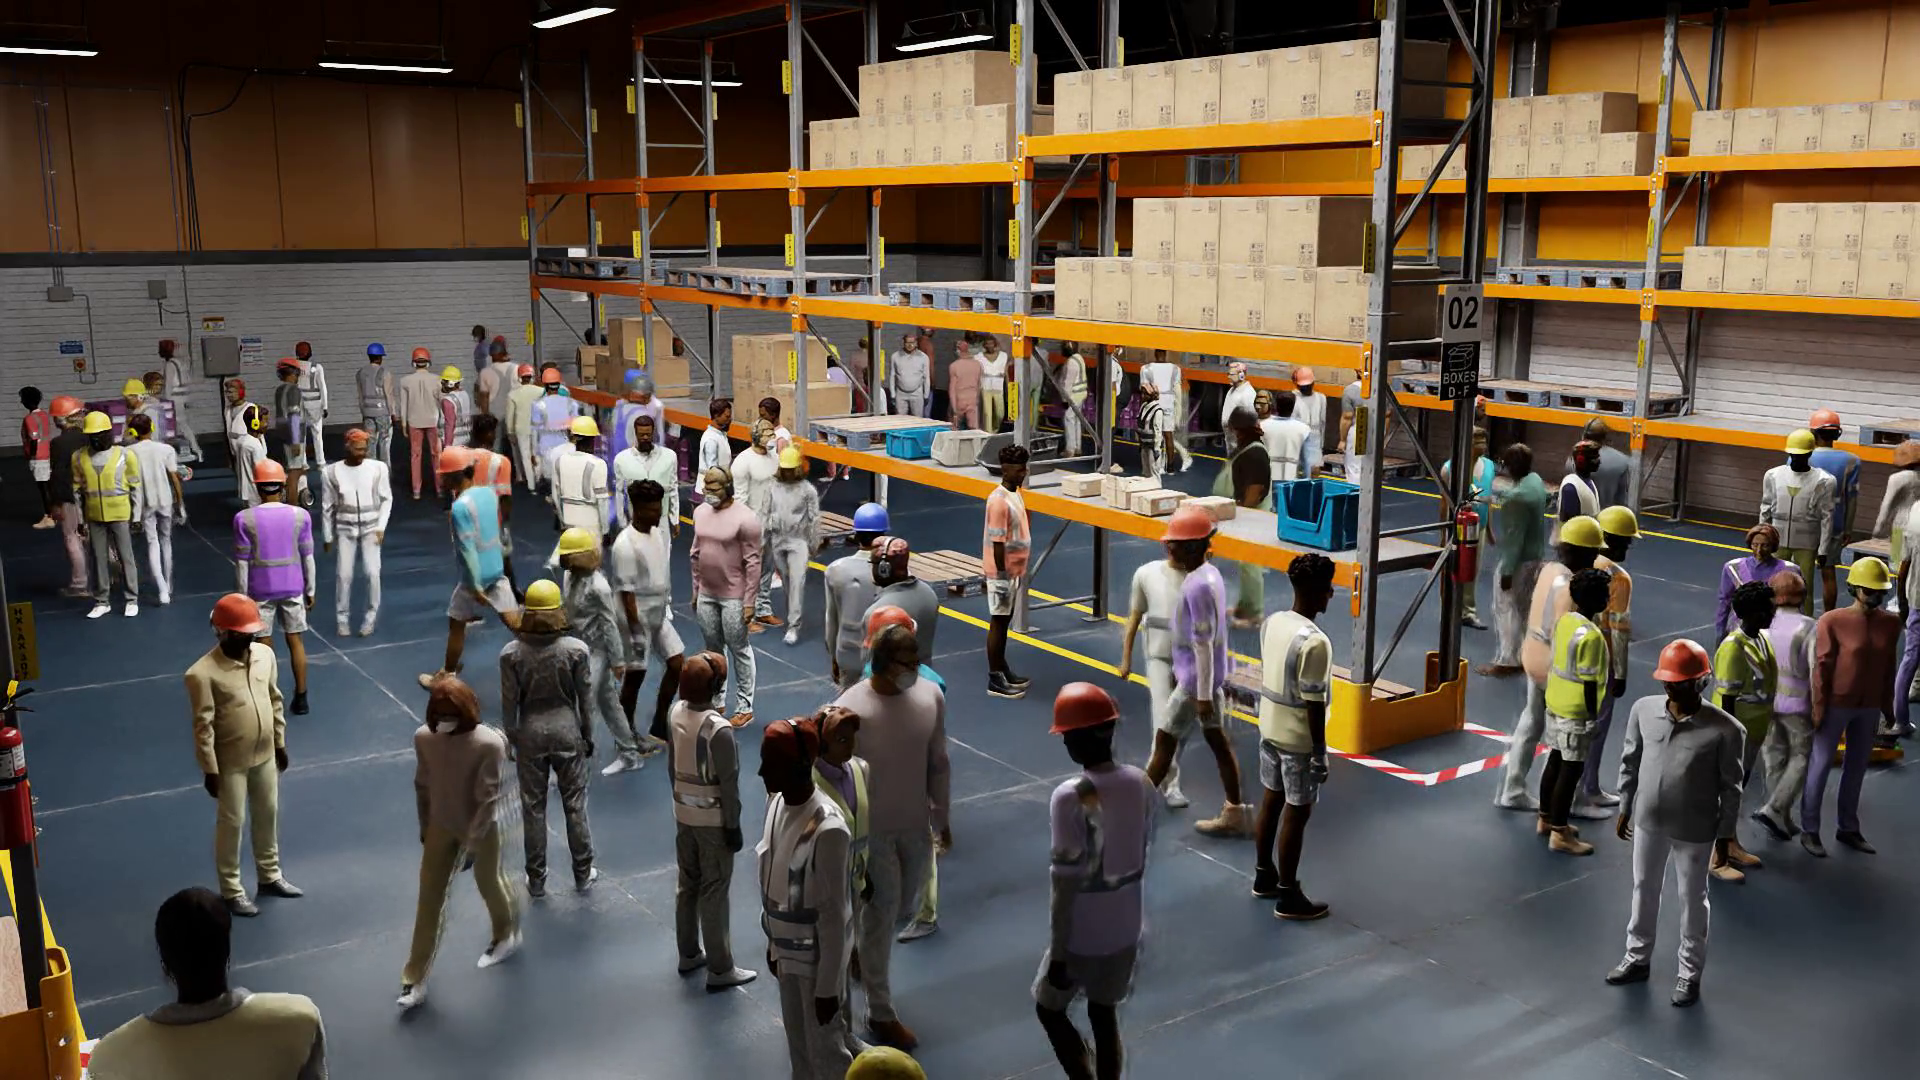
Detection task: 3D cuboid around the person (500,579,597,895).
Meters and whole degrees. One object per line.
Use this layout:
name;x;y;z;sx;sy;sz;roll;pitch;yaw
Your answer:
person;-2.249;1.075;9.118;0.492;1.740;0.325;-3;11;-13

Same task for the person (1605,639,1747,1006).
person;3.364;1.317;7.852;0.342;1.748;0.572;-10;15;-41

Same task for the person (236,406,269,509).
person;-6.913;-0.400;16.392;0.351;1.856;0.521;-9;14;-40

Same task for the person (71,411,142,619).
person;-7.848;-0.230;15.322;0.590;1.926;0.388;-1;11;-6

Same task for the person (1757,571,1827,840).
person;4.891;0.988;9.877;0.387;1.611;0.559;-5;12;-25

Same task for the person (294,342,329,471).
person;-9.489;-1.942;24.197;0.583;1.882;0.350;0;11;-1

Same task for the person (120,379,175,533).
person;-9.543;-0.976;19.406;0.404;1.821;0.610;-10;15;-43

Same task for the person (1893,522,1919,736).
person;6.862;0.502;11.722;0.328;1.872;0.515;-7;13;-31

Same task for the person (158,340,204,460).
person;-11.922;-2.087;25.071;0.893;1.838;0.600;-4;12;-18

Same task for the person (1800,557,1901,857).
person;5.176;0.961;9.637;0.523;1.769;0.321;-1;11;-7

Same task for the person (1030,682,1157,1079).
person;0.503;1.502;6.521;0.594;1.900;0.460;-10;15;-41

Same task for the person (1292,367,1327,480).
person;4.242;-1.200;20.440;0.561;1.871;1.025;-2;11;-9

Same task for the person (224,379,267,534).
person;-8.274;-0.958;19.300;0.562;1.833;0.401;7;13;30

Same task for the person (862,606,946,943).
person;-0.329;1.185;8.568;0.573;1.738;0.352;10;15;42

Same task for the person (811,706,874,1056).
person;-0.553;1.505;7.176;0.314;1.641;0.515;7;13;33

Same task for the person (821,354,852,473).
person;-1.805;-1.834;23.977;0.522;1.758;0.350;-6;12;-27

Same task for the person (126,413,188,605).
person;-7.759;-0.308;16.014;0.552;1.816;0.977;-7;13;-32

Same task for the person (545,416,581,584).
person;-3.844;-0.365;16.511;0.592;1.725;0.501;7;13;32

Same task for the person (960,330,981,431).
person;0.193;-2.587;27.593;0.514;1.845;0.338;10;15;42

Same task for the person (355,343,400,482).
person;-8.116;-1.774;23.202;0.605;1.939;0.417;5;12;24

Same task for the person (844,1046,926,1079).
person;-0.170;2.060;4.070;0.311;1.743;0.493;5;12;23

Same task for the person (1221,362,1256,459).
person;3.437;-1.256;20.663;0.397;1.898;0.642;-2;11;-12

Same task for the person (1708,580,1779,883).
person;4.384;1.056;9.331;0.317;1.696;0.538;10;15;42

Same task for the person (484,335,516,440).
person;-7.499;-2.480;27.280;0.575;1.749;0.336;-10;15;-43

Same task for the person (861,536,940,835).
person;-0.378;0.914;9.551;0.400;1.902;0.646;6;13;29

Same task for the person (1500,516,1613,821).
person;3.741;0.786;10.208;0.767;1.897;0.613;1;11;3

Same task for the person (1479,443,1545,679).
person;4.493;0.175;13.342;0.357;1.914;0.655;7;13;33

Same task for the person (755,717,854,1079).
person;-0.579;1.566;6.274;0.355;1.876;0.574;-6;13;-28

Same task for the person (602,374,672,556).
person;-3.630;-0.831;18.102;0.696;2.000;0.890;10;15;42

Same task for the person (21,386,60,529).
person;-10.924;-0.979;19.744;0.322;1.697;0.535;-2;11;-10

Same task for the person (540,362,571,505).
person;-5.221;-1.382;21.482;0.429;1.831;0.632;-6;12;-27

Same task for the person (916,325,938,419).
person;-0.580;-2.736;28.014;0.403;1.980;0.632;-5;12;-25

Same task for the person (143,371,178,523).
person;-9.704;-1.112;20.061;0.351;1.841;0.507;-2;11;-11

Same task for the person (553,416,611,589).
person;-3.375;-0.158;14.981;0.588;1.918;0.397;6;13;29

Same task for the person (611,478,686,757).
person;-2.092;0.536;11.334;0.608;1.942;0.647;3;12;16

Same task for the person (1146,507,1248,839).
person;1.279;0.792;9.896;1.006;1.994;0.641;3;11;15

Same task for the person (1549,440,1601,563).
person;5.157;0.077;13.954;0.389;1.848;0.563;7;13;31

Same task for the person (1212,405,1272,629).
person;2.544;-0.238;15.072;0.535;2.000;0.725;1;11;7

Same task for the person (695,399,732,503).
person;-2.420;-0.457;16.547;0.411;1.906;0.602;0;11;-1

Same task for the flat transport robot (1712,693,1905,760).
flat transport robot;6.050;1.263;11.930;0.652;0.197;1.431;0;11;-1

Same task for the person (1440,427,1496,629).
person;4.523;-0.099;14.877;0.606;1.840;0.399;-6;12;-26

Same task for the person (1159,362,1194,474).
person;3.074;-1.755;23.913;0.613;1.614;0.519;-2;11;-8

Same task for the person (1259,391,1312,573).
person;3.341;-0.594;17.277;0.594;1.896;0.458;3;11;14

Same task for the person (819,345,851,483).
person;-1.773;-1.754;23.146;0.584;1.918;0.381;-11;15;-44

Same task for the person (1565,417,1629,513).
person;5.737;-0.146;14.959;0.636;1.912;0.849;-4;12;-18

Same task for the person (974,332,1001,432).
person;0.372;-2.712;28.095;0.693;1.914;0.397;6;13;28

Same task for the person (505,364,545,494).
person;-5.796;-1.490;22.243;0.596;1.731;0.554;-7;13;-34
